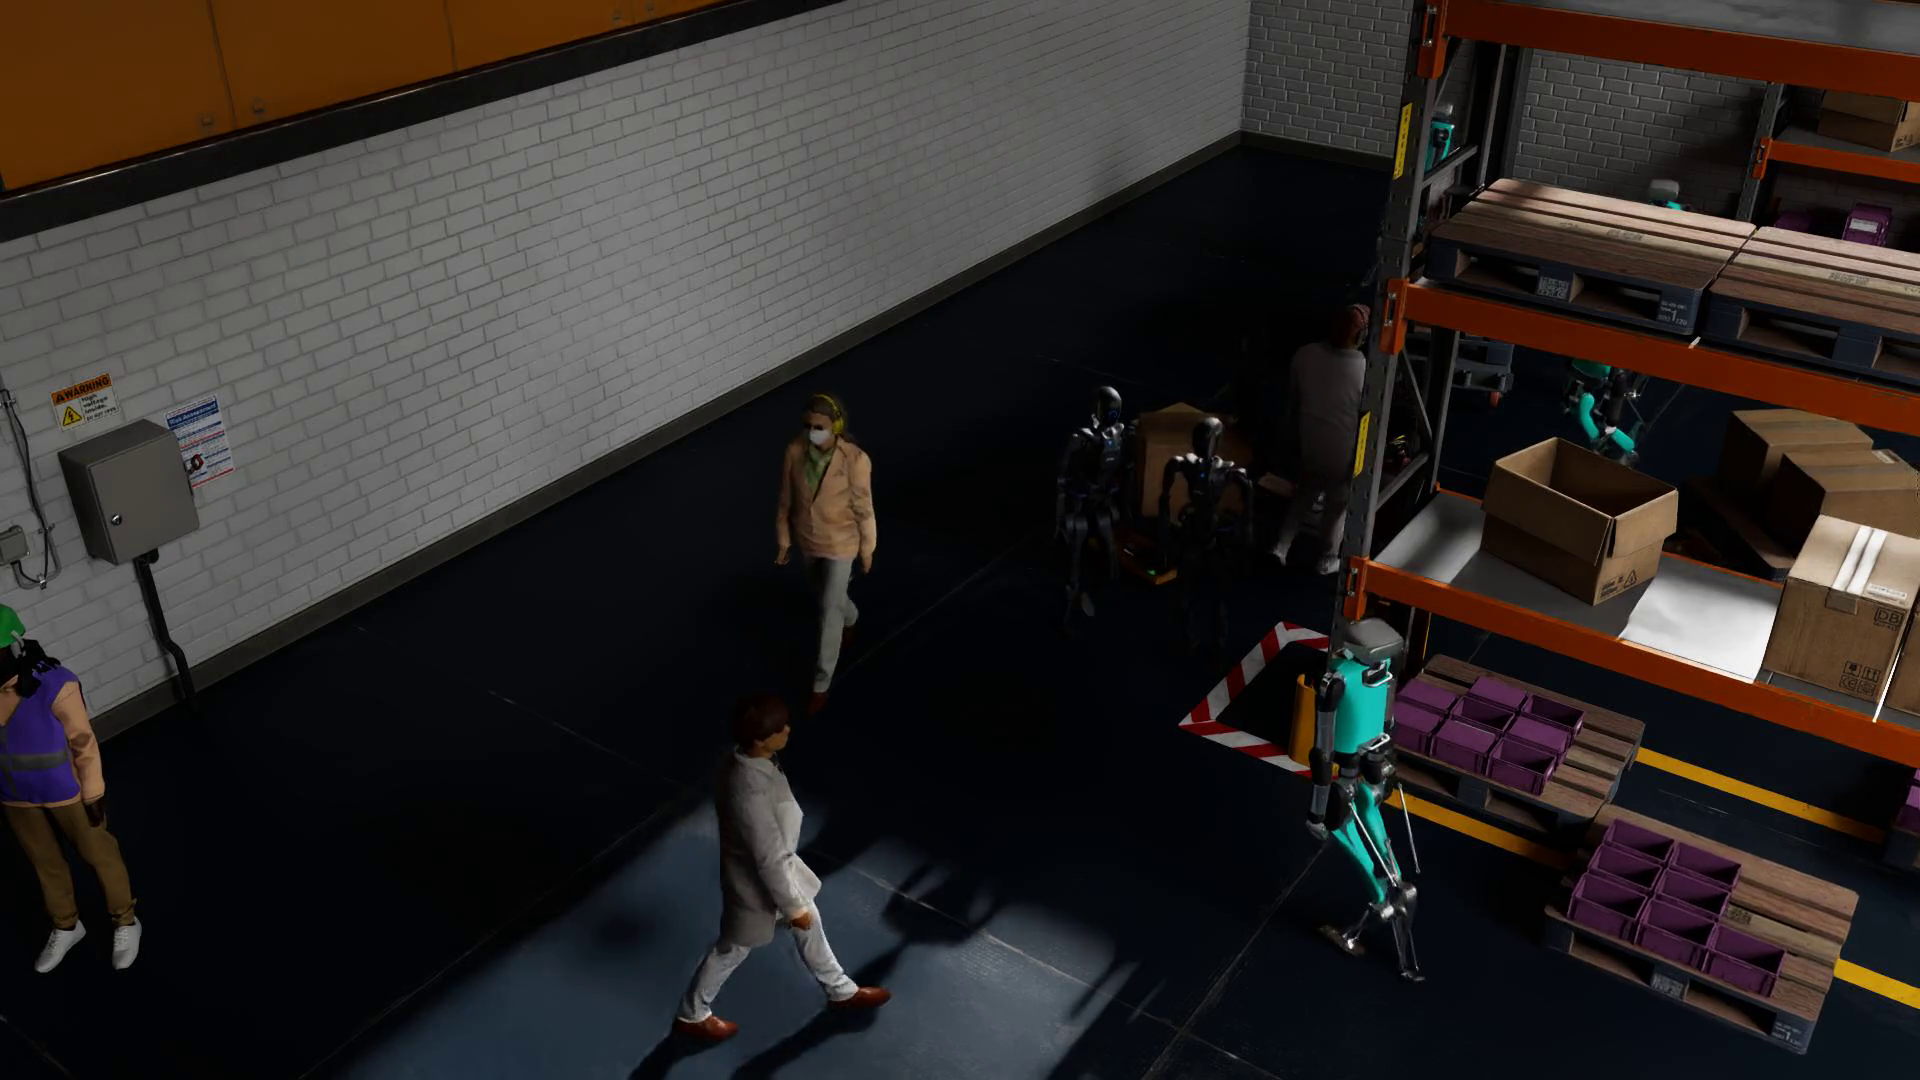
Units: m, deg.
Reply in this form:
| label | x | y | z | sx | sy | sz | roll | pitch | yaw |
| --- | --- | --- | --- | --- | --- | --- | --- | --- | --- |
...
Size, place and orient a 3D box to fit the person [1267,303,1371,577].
| label | x | y | z | sx | sy | sz | roll | pitch | yaw |
| --- | --- | --- | --- | --- | --- | --- | --- | --- | --- |
| person | 2.324 | -0.583 | 10.432 | 0.499 | 1.891 | 0.658 | -24 | 38 | -35 |

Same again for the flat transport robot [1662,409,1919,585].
| label | x | y | z | sx | sy | sz | roll | pitch | yaw |
| --- | --- | --- | --- | --- | --- | --- | --- | --- | --- |
| flat transport robot | 5.388 | 0.124 | 10.824 | 1.431 | 0.231 | 0.659 | -2 | 30 | -4 |

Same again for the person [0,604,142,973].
| label | x | y | z | sx | sy | sz | roll | pitch | yaw |
| --- | --- | --- | --- | --- | --- | --- | --- | --- | --- |
| person | -4.099 | 1.103 | 7.463 | 0.529 | 1.931 | 0.410 | -1 | 30 | -1 |

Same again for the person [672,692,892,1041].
| label | x | y | z | sx | sy | sz | roll | pitch | yaw |
| --- | --- | --- | --- | --- | --- | --- | --- | --- | --- |
| person | -0.830 | 1.420 | 7.072 | 0.969 | 1.784 | 0.508 | 0 | 30 | 0 |

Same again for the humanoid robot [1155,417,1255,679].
| label | x | y | z | sx | sy | sz | roll | pitch | yaw |
| --- | --- | --- | --- | --- | --- | --- | --- | --- | --- |
| humanoid robot | 1.411 | 0.024 | 9.584 | 0.610 | 1.643 | 0.314 | 13 | 33 | 22 |

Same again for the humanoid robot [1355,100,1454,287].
| label | x | y | z | sx | sy | sz | roll | pitch | yaw |
| --- | --- | --- | --- | --- | --- | --- | --- | --- | --- |
| humanoid robot | 3.900 | -2.991 | 14.863 | 0.784 | 1.878 | 0.557 | 6 | 30 | 9 |

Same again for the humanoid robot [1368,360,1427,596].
| label | x | y | z | sx | sy | sz | roll | pitch | yaw |
| --- | --- | --- | --- | --- | --- | --- | --- | --- | --- |
| humanoid robot | 2.675 | -0.367 | 10.269 | 0.378 | 1.636 | 0.609 | 4 | 30 | 7 |

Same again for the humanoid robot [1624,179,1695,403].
| label | x | y | z | sx | sy | sz | roll | pitch | yaw |
| --- | --- | --- | --- | --- | --- | --- | --- | --- | --- |
| humanoid robot | 5.242 | -1.781 | 12.704 | 0.547 | 1.829 | 0.759 | 6 | 30 | 10 |

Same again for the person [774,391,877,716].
| label | x | y | z | sx | sy | sz | roll | pitch | yaw |
| --- | --- | --- | --- | --- | --- | --- | --- | --- | --- |
| person | -0.750 | -0.013 | 9.497 | 0.560 | 1.841 | 0.927 | 14 | 33 | 23 |

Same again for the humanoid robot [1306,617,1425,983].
| label | x | y | z | sx | sy | sz | roll | pitch | yaw |
| --- | --- | --- | --- | --- | --- | --- | --- | --- | --- |
| humanoid robot | 1.918 | 1.286 | 7.439 | 0.542 | 1.888 | 0.789 | -22 | 37 | -33 |

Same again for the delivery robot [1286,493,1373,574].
| label | x | y | z | sx | sy | sz | roll | pitch | yaw |
| --- | --- | --- | --- | --- | --- | --- | --- | --- | --- |
| delivery robot | 2.447 | -0.168 | 11.054 | 0.499 | 0.603 | 0.802 | 17 | 34 | 27 |

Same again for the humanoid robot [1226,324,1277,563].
| label | x | y | z | sx | sy | sz | roll | pitch | yaw |
| --- | --- | --- | --- | --- | --- | --- | --- | --- | --- |
| humanoid robot | 1.830 | -0.619 | 10.704 | 0.380 | 1.644 | 0.609 | -5 | 30 | -9 |

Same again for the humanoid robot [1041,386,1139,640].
| label | x | y | z | sx | sy | sz | roll | pitch | yaw |
| --- | --- | --- | --- | --- | --- | --- | --- | --- | --- |
| humanoid robot | 0.753 | -0.191 | 9.959 | 0.613 | 1.634 | 0.406 | -14 | 33 | -23 |

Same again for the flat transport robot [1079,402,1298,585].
| label | x | y | z | sx | sy | sz | roll | pitch | yaw |
| --- | --- | --- | --- | --- | --- | --- | --- | --- | --- |
| flat transport robot | 1.597 | -0.119 | 11.247 | 1.431 | 0.231 | 0.659 | -23 | 37 | -34 |

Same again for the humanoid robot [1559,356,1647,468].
| label | x | y | z | sx | sy | sz | roll | pitch | yaw |
| --- | --- | --- | --- | --- | --- | --- | --- | --- | --- |
| humanoid robot | 4.370 | -0.919 | 11.187 | 0.699 | 1.801 | 0.530 | -12 | 32 | -20 |
